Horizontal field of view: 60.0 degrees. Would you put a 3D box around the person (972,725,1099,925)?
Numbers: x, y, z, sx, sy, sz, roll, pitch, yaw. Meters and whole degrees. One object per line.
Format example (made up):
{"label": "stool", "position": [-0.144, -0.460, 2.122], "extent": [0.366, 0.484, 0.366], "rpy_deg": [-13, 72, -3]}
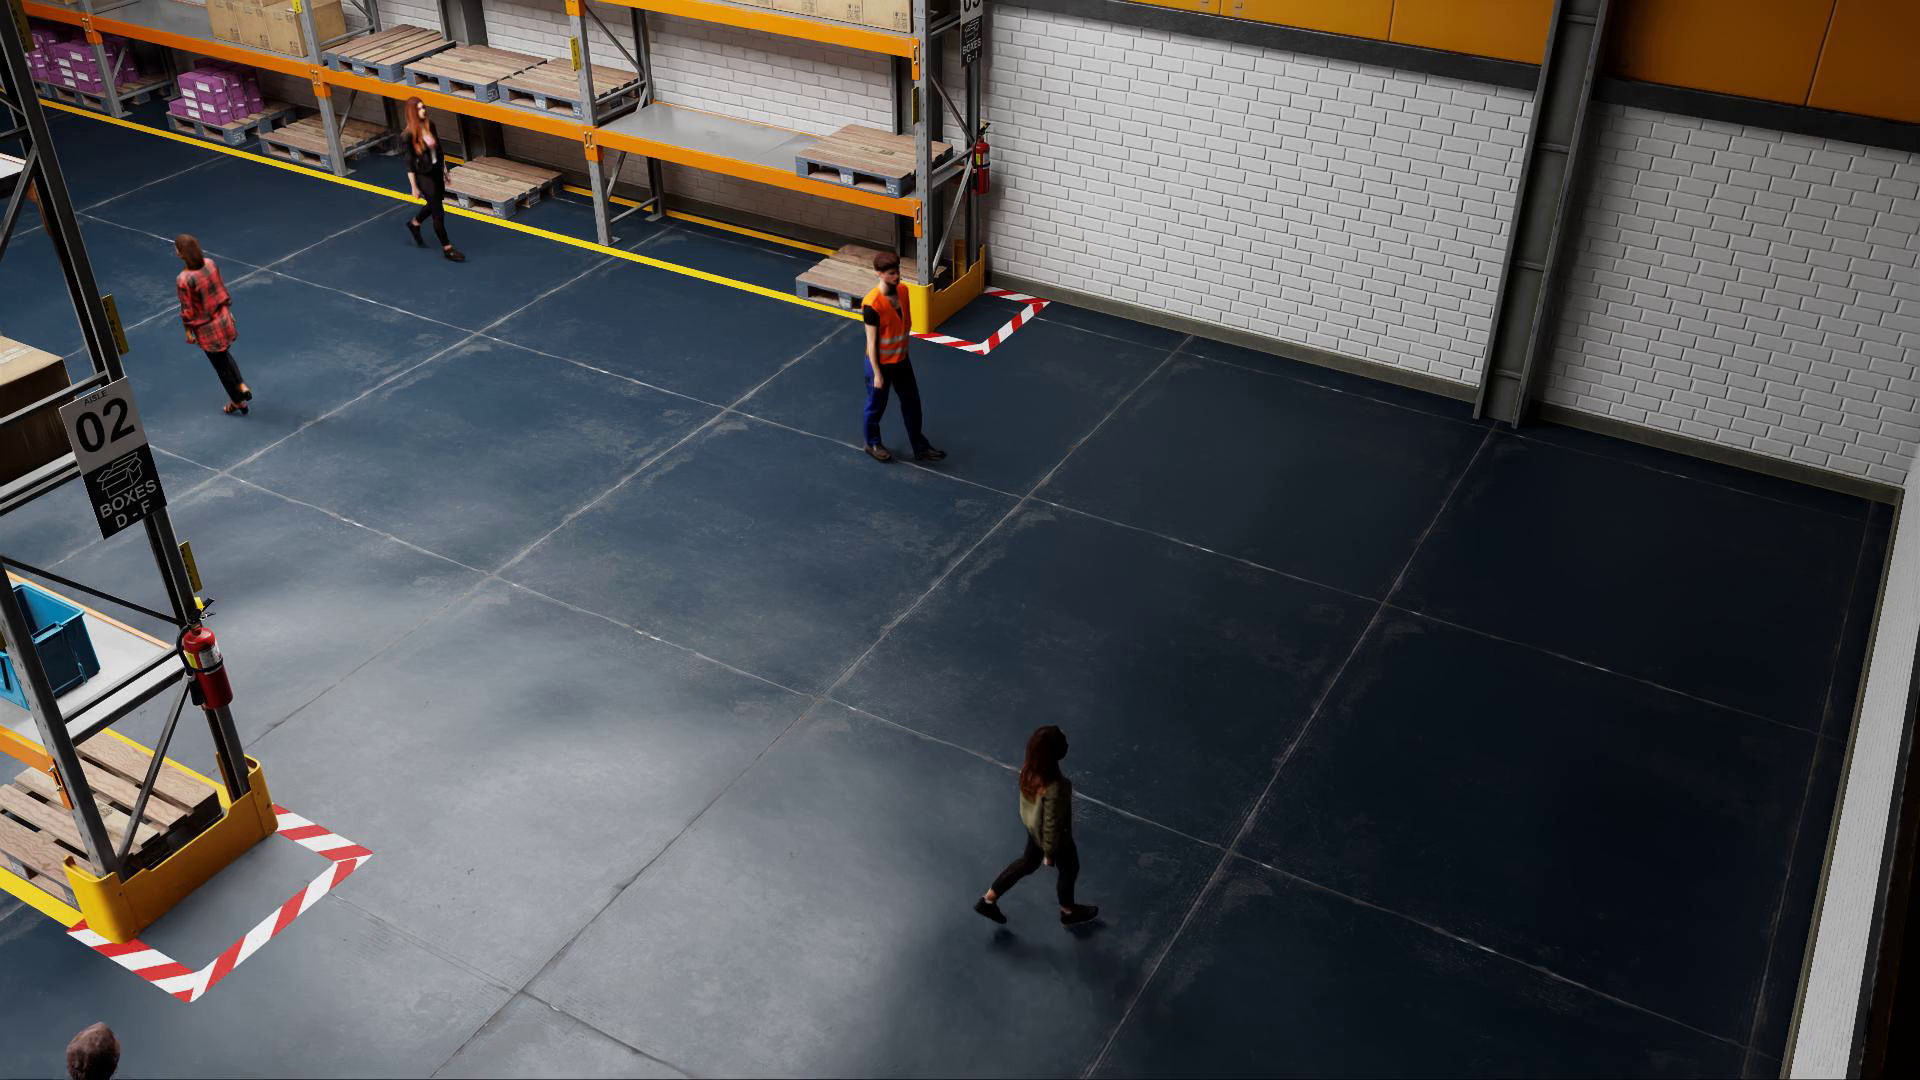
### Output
{"label": "person", "position": [0.418, 1.636, 9.284], "extent": [1.030, 1.452, 0.966], "rpy_deg": [-8, 35, -12]}

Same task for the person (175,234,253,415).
{"label": "person", "position": [-6.345, -1.824, 14.273], "extent": [0.685, 1.691, 0.696], "rpy_deg": [10, 35, 15]}

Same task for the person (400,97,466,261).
{"label": "person", "position": [-5.552, -3.753, 17.172], "extent": [1.051, 1.695, 0.634], "rpy_deg": [16, 37, 22]}

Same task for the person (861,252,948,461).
{"label": "person", "position": [-0.661, -1.506, 13.640], "extent": [1.043, 1.863, 0.811], "rpy_deg": [24, 40, 31]}
